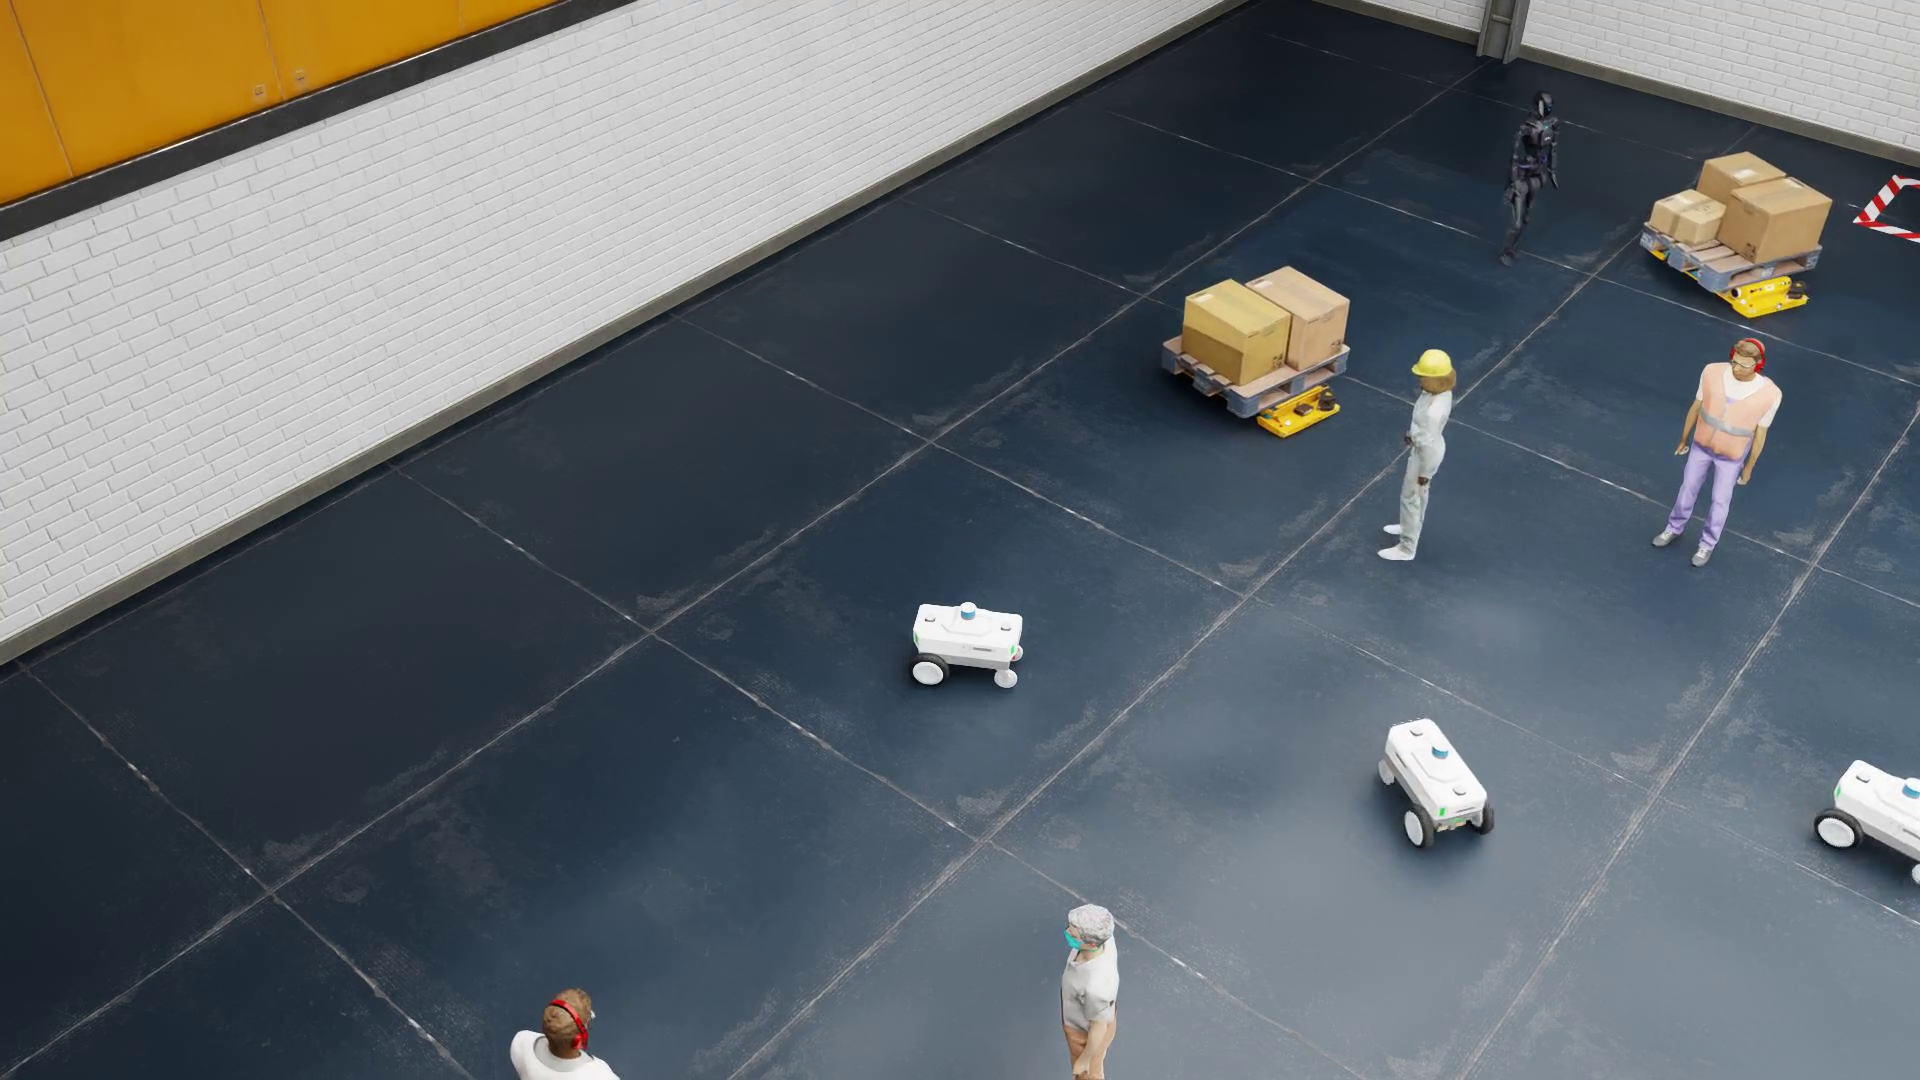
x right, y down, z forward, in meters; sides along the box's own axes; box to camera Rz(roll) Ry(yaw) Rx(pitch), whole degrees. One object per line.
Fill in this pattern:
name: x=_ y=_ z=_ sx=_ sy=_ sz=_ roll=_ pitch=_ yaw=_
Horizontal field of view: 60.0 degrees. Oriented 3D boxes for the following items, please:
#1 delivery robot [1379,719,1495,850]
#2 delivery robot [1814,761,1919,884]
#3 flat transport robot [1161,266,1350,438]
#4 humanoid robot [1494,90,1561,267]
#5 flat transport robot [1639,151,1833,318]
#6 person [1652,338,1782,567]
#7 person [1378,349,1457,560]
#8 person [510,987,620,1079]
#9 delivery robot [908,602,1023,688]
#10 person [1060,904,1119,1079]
delivery robot: x=2.921 y=1.491 z=10.216 sx=0.499 sy=0.605 sz=0.781 roll=-11 pitch=40 yaw=-13
delivery robot: x=5.628 y=1.658 z=9.977 sx=0.739 sy=0.566 sz=0.499 roll=31 pitch=48 yaw=33
flat transport robot: x=2.444 y=-1.353 z=13.966 sx=0.659 sy=0.231 sz=1.431 roll=-25 pitch=45 yaw=-28
humanoid robot: x=5.251 y=-3.333 z=15.299 sx=0.591 sy=1.658 sz=0.359 roll=-19 pitch=43 yaw=-22
flat transport robot: x=7.086 y=-2.531 z=15.428 sx=0.659 sy=0.231 sz=1.431 roll=-14 pitch=41 yaw=-17
person: x=5.415 y=-0.657 z=11.853 sx=0.376 sy=1.838 sz=0.561 roll=-32 pitch=48 yaw=-33
person: x=3.291 y=-0.627 z=11.900 sx=0.324 sy=1.733 sz=0.518 roll=11 pitch=40 yaw=13
person: x=-1.741 y=2.730 z=7.653 sx=0.567 sy=1.834 sz=0.401 roll=18 pitch=42 yaw=21
delivery robot: x=0.031 y=0.679 z=11.225 sx=0.794 sy=0.606 sz=0.499 roll=6 pitch=39 yaw=8
person: x=0.606 y=2.368 z=8.168 sx=0.321 sy=1.748 sz=0.468 roll=-1 pitch=39 yaw=-1
